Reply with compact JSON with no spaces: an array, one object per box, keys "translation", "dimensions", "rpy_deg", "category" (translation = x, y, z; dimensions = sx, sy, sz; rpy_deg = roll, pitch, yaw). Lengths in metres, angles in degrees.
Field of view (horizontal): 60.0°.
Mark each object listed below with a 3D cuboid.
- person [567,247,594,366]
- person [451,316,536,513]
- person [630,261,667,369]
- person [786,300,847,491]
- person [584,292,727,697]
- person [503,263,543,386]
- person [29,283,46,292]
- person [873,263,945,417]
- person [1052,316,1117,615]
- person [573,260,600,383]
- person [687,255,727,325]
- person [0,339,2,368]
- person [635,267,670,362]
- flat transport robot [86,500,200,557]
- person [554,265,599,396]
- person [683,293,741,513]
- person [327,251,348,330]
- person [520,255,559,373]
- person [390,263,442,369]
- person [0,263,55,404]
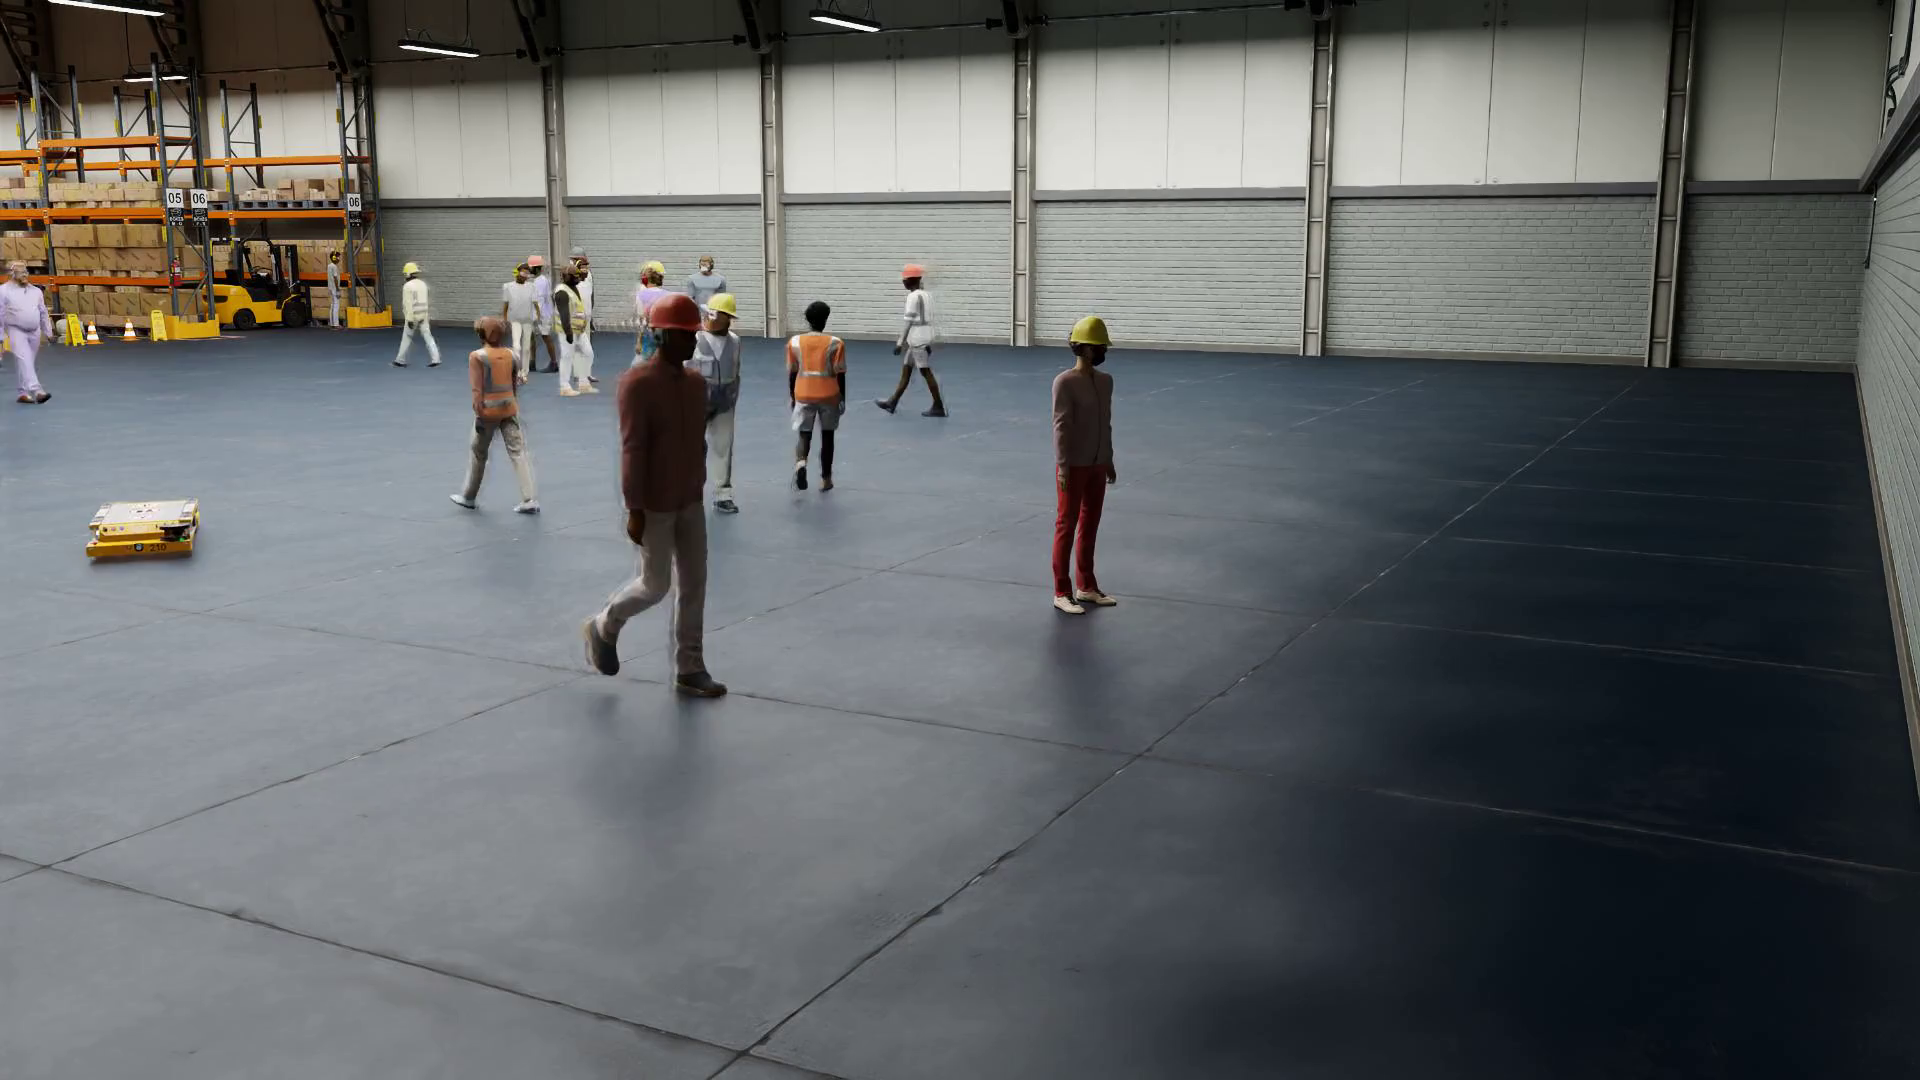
[{"translation":[-6.592,-4.028,28.711],"dimensions":[0.536,2.000,0.677],"rpy_deg":[-3,11,-17],"category":"person"},{"translation":[-3.775,-1.010,13.489],"dimensions":[0.880,1.592,0.539],"rpy_deg":[7,12,32],"category":"person"},{"translation":[-4.398,-3.036,23.766],"dimensions":[0.999,1.881,0.591],"rpy_deg":[4,11,23],"category":"person"},{"translation":[-1.246,-1.233,14.427],"dimensions":[0.539,1.677,0.607],"rpy_deg":[1,10,4],"category":"person"},{"translation":[-1.490,-0.216,8.099],"dimensions":[0.666,1.972,0.621],"rpy_deg":[7,12,32],"category":"person"},{"translation":[-6.569,-3.234,24.964],"dimensions":[0.529,1.827,0.809],"rpy_deg":[-5,11,-24],"category":"person"},{"translation":[-24.784,-6.869,44.555],"dimensions":[0.402,1.918,0.580],"rpy_deg":[5,11,24],"category":"person"},{"translation":[-0.624,-2.463,20.581],"dimensions":[0.985,1.882,0.545],"rpy_deg":[2,11,11],"category":"person"},{"translation":[0.756,-0.448,9.946],"dimensions":[0.322,1.766,0.525],"rpy_deg":[9,14,40],"category":"person"},{"translation":[-5.740,-3.327,25.351],"dimensions":[0.328,1.872,0.513],"rpy_deg":[4,11,21],"category":"person"},{"translation":[-3.985,-3.523,26.244],"dimensions":[0.627,1.936,0.375],"rpy_deg":[-2,11,-13],"category":"person"},{"translation":[-11.009,-2.045,18.410],"dimensions":[0.988,1.854,0.648],"rpy_deg":[5,12,26],"category":"person"},{"translation":[-3.864,-2.533,21.095],"dimensions":[0.374,1.840,0.569],"rpy_deg":[7,13,34],"category":"person"},{"translation":[-5.952,-0.108,12.159],"dimensions":[0.652,0.197,1.431],"rpy_deg":[-4,11,-21],"category":"flat transport robot"},{"translation":[-5.333,-2.911,23.218],"dimensions":[0.638,1.820,0.650],"rpy_deg":[2,11,11],"category":"person"},{"translation":[-2.090,-1.139,13.678],"dimensions":[0.605,1.788,0.850],"rpy_deg":[-6,12,-29],"category":"person"},{"translation":[-14.882,-5.941,39.629],"dimensions":[0.336,1.864,0.514],"rpy_deg":[-8,13,-36],"category":"person"},{"translation":[-6.942,-3.669,27.095],"dimensions":[0.790,1.907,0.588],"rpy_deg":[-4,11,-19],"category":"person"},{"translation":[-9.164,-3.761,27.974],"dimensions":[0.946,1.780,0.621],"rpy_deg":[4,11,19],"category":"person"},{"translation":[-12.331,-2.727,22.071],"dimensions":[0.932,1.863,0.674],"rpy_deg":[5,12,25],"category":"person"}]
